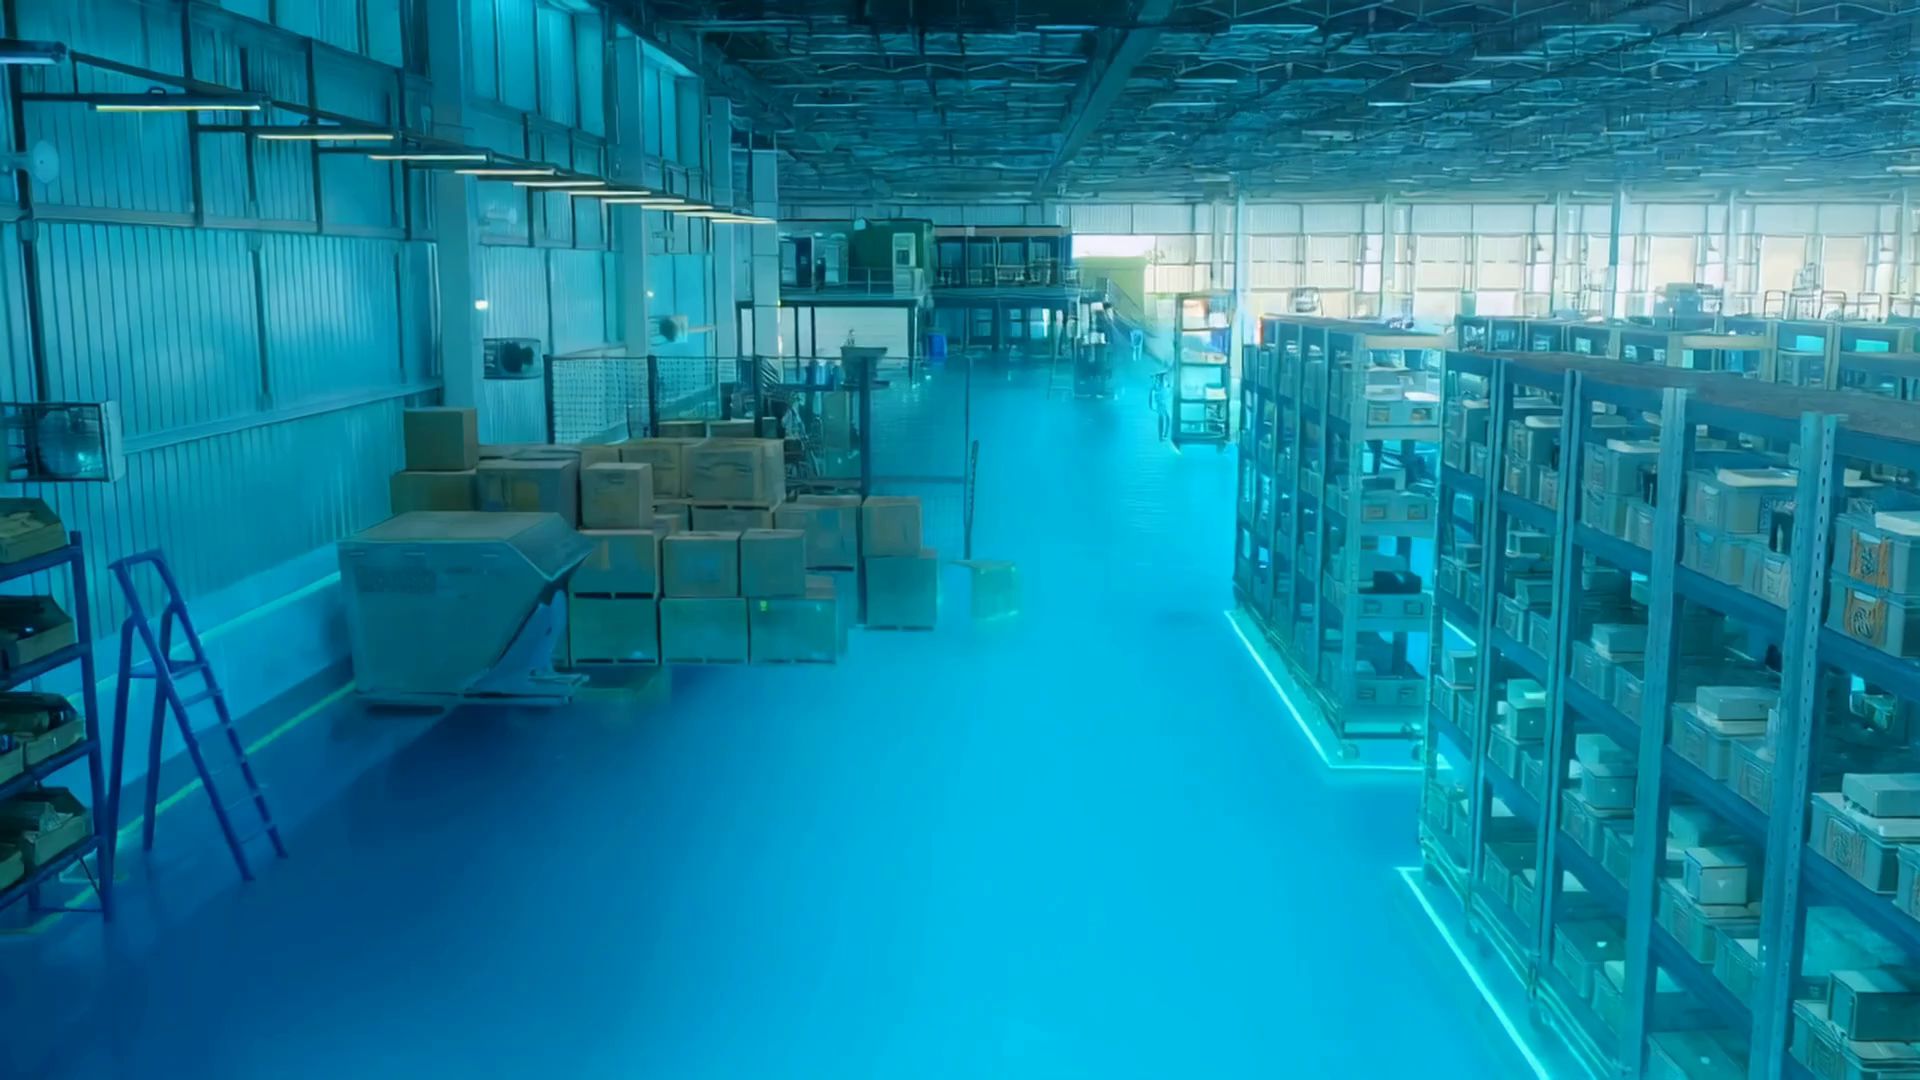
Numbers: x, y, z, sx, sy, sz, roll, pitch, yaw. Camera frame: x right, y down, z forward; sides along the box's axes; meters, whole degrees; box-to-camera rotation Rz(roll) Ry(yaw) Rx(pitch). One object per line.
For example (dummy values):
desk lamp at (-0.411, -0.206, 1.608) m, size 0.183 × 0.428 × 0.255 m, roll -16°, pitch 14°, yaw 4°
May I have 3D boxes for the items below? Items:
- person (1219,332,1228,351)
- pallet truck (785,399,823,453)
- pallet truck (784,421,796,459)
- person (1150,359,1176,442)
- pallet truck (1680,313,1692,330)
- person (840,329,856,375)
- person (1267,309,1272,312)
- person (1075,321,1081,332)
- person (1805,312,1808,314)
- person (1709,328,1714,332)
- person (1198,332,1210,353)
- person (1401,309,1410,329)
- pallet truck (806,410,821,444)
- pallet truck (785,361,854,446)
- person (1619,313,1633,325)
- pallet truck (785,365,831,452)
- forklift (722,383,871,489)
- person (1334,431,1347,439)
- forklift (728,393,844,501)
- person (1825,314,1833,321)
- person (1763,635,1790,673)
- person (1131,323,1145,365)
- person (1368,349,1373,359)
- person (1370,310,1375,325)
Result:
person at (12.345, -9.469, 77.932) m, size 0.392 × 1.920 × 0.587 m, roll 7°, pitch 12°, yaw 38°
pallet truck at (-3.814, -2.432, 36.419) m, size 1.630 × 1.274 × 0.653 m, roll 0°, pitch 9°, yaw 1°
pallet truck at (-4.013, -1.793, 32.705) m, size 1.601 × 1.201 × 0.680 m, roll 0°, pitch 9°, yaw 1°
person at (4.910, -3.380, 40.146) m, size 0.631 × 2.002 × 1.043 m, roll 1°, pitch 9°, yaw 7°
pallet truck at (36.315, -10.531, 84.244) m, size 0.823 × 1.965 × 1.885 m, roll -6°, pitch 11°, yaw -33°
person at (-4.309, -7.414, 65.649) m, size 0.966 × 1.806 × 0.510 m, roll 0°, pitch 9°, yaw -3°
person at (17.264, -12.012, 93.579) m, size 0.581 × 1.935 × 0.607 m, roll 0°, pitch 9°, yaw 1°
person at (6.929, -12.362, 95.833) m, size 0.607 × 1.907 × 0.401 m, roll -6°, pitch 11°, yaw -33°
person at (44.759, -11.120, 88.060) m, size 0.358 × 1.938 × 0.633 m, roll 7°, pitch 12°, yaw 38°
person at (33.369, -8.841, 73.989) m, size 0.368 × 1.935 × 0.553 m, roll 1°, pitch 9°, yaw 3°
person at (11.543, -9.548, 78.684) m, size 0.589 × 1.825 × 1.005 m, roll 1°, pitch 9°, yaw 6°
person at (25.229, -12.120, 94.295) m, size 0.587 × 1.918 × 0.395 m, roll -5°, pitch 11°, yaw -30°
pallet truck at (-3.559, -2.018, 33.905) m, size 1.522 × 1.261 × 0.704 m, roll 0°, pitch 9°, yaw -1°
pallet truck at (-3.410, -3.193, 38.978) m, size 1.885 × 1.965 × 0.823 m, roll 0°, pitch 9°, yaw -1°
person at (33.236, -10.357, 83.032) m, size 0.687 × 2.000 × 0.843 m, roll 9°, pitch 13°, yaw 43°
pallet truck at (-3.774, -2.976, 37.635) m, size 1.885 × 1.965 × 0.823 m, roll 1°, pitch 9°, yaw 5°
forklift at (-2.893, -1.687, 28.729) m, size 2.680 × 1.987 × 1.157 m, roll 0°, pitch 9°, yaw -1°
person at (5.899, -0.917, 25.699) m, size 0.536 × 1.742 × 0.530 m, roll -5°, pitch 10°, yaw -28°
forklift at (-2.979, -1.316, 26.476) m, size 2.680 × 1.987 × 1.157 m, roll 0°, pitch 9°, yaw 1°
person at (45.565, -10.929, 87.265) m, size 0.576 × 1.809 × 0.737 m, roll 9°, pitch 13°, yaw 44°
person at (5.663, 1.354, 11.462) m, size 0.452 × 1.829 × 0.570 m, roll 0°, pitch 9°, yaw 0°
person at (7.745, -8.548, 72.509) m, size 0.598 × 1.832 × 0.986 m, roll -3°, pitch 10°, yaw -17°
person at (12.990, -5.242, 52.162) m, size 0.403 × 1.825 × 0.597 m, roll -2°, pitch 9°, yaw -13°
person at (24.134, -12.530, 97.091) m, size 0.918 × 1.837 × 0.529 m, roll 5°, pitch 10°, yaw 28°
